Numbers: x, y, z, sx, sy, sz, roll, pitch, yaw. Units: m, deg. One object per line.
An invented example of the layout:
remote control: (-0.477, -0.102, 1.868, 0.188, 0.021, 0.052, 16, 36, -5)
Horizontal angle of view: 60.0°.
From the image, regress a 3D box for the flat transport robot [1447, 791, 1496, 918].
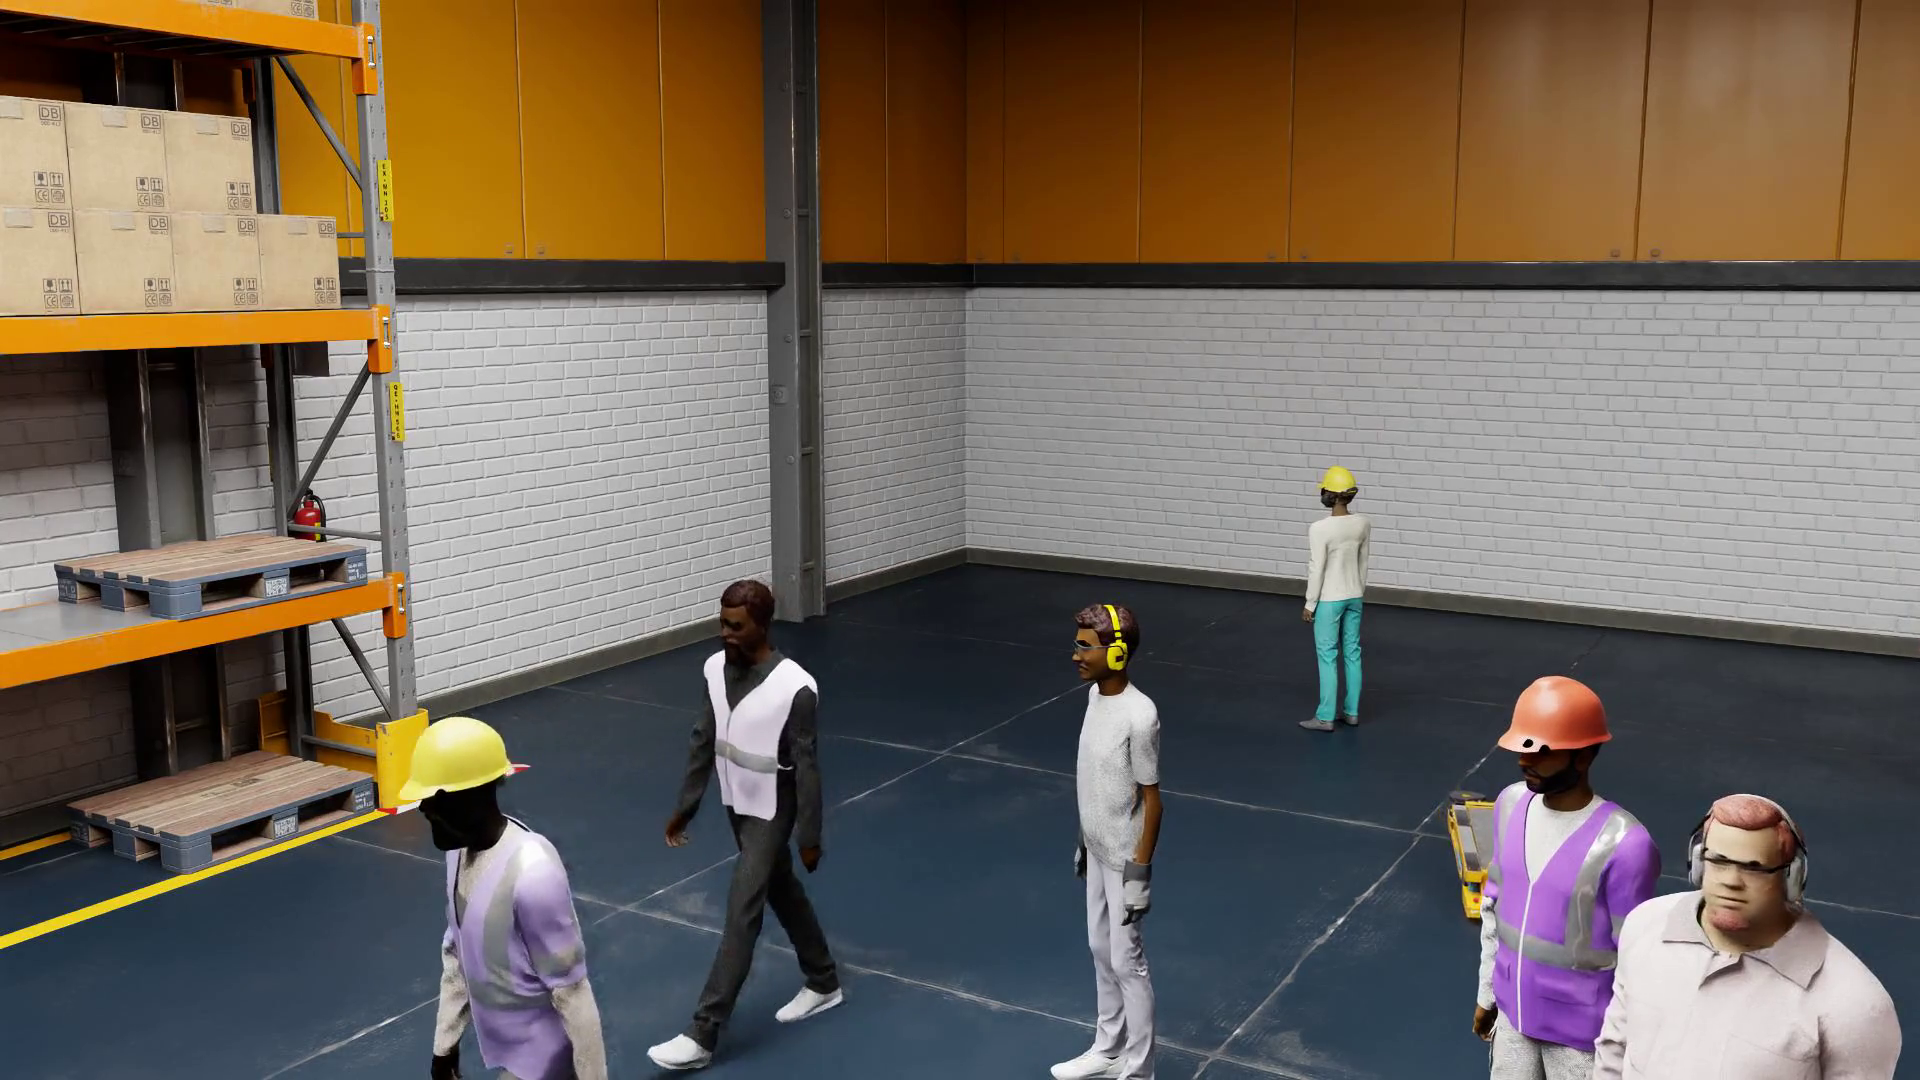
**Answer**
flat transport robot: (2.822, 1.572, 8.313, 0.652, 0.197, 1.431, 2, 9, 12)

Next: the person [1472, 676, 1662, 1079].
person: (1.648, 1.327, 4.663, 0.374, 1.935, 0.552, -5, 10, -28)

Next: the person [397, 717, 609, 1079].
person: (-1.248, 1.382, 4.584, 1.066, 1.851, 0.595, -6, 11, -31)

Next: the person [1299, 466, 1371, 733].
person: (2.486, 0.392, 11.023, 0.525, 1.772, 0.306, -6, 11, -33)

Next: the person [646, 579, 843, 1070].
person: (-0.839, 1.070, 6.482, 1.007, 1.860, 0.612, -8, 12, -41)

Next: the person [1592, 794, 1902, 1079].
person: (1.681, 1.493, 3.720, 0.409, 1.907, 0.651, -6, 11, -35)

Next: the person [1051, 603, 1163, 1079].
person: (0.549, 1.144, 6.014, 0.309, 1.868, 0.534, -3, 10, -18)
